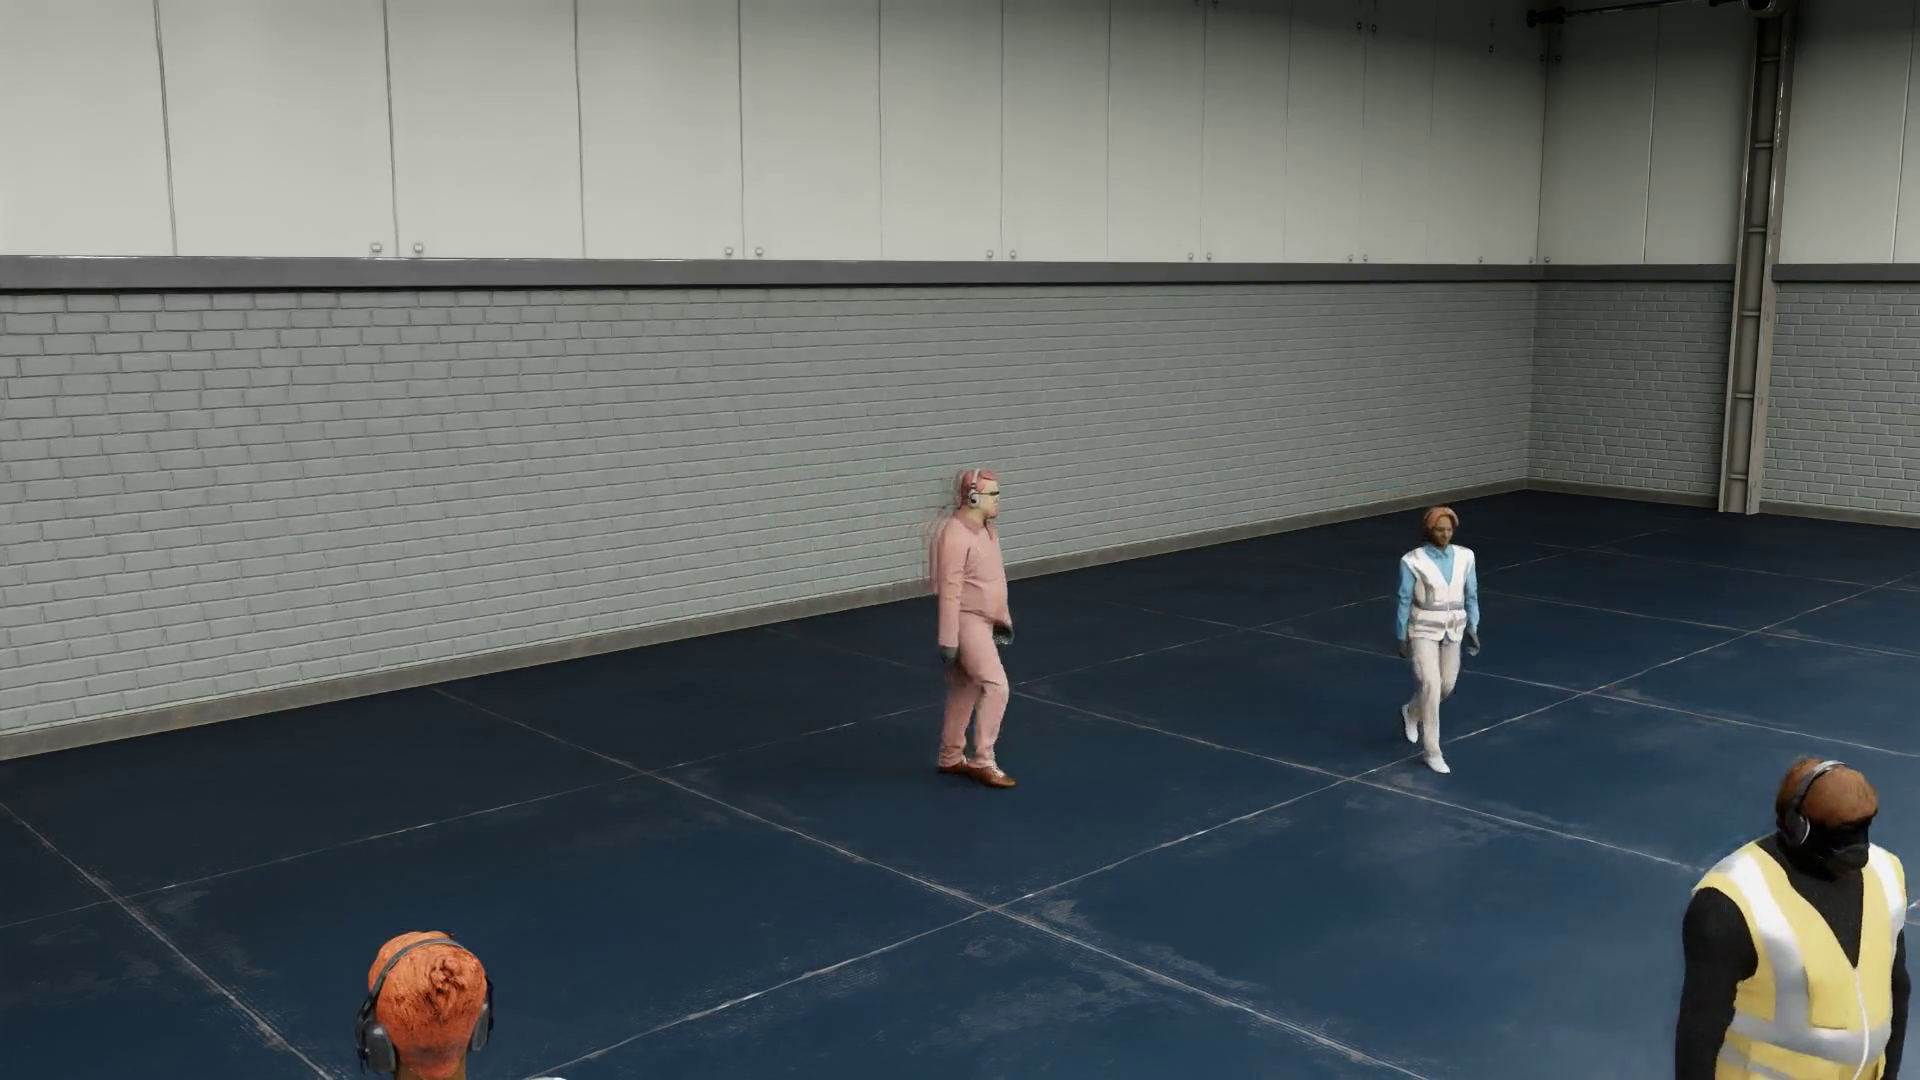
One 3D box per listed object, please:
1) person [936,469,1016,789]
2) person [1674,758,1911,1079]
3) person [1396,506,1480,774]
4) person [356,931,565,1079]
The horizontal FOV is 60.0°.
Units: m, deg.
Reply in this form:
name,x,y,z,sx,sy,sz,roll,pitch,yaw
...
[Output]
name,x,y,z,sx,sy,sz,roll,pitch,yaw
person,0.148,0.520,9.831,0.675,1.883,0.665,2,9,12
person,2.175,1.418,4.503,0.613,1.809,0.788,-3,10,-21
person,2.914,0.573,10.318,0.513,1.617,0.723,-3,10,-16
person,-0.917,1.618,3.019,0.573,1.883,0.354,-8,12,-42
